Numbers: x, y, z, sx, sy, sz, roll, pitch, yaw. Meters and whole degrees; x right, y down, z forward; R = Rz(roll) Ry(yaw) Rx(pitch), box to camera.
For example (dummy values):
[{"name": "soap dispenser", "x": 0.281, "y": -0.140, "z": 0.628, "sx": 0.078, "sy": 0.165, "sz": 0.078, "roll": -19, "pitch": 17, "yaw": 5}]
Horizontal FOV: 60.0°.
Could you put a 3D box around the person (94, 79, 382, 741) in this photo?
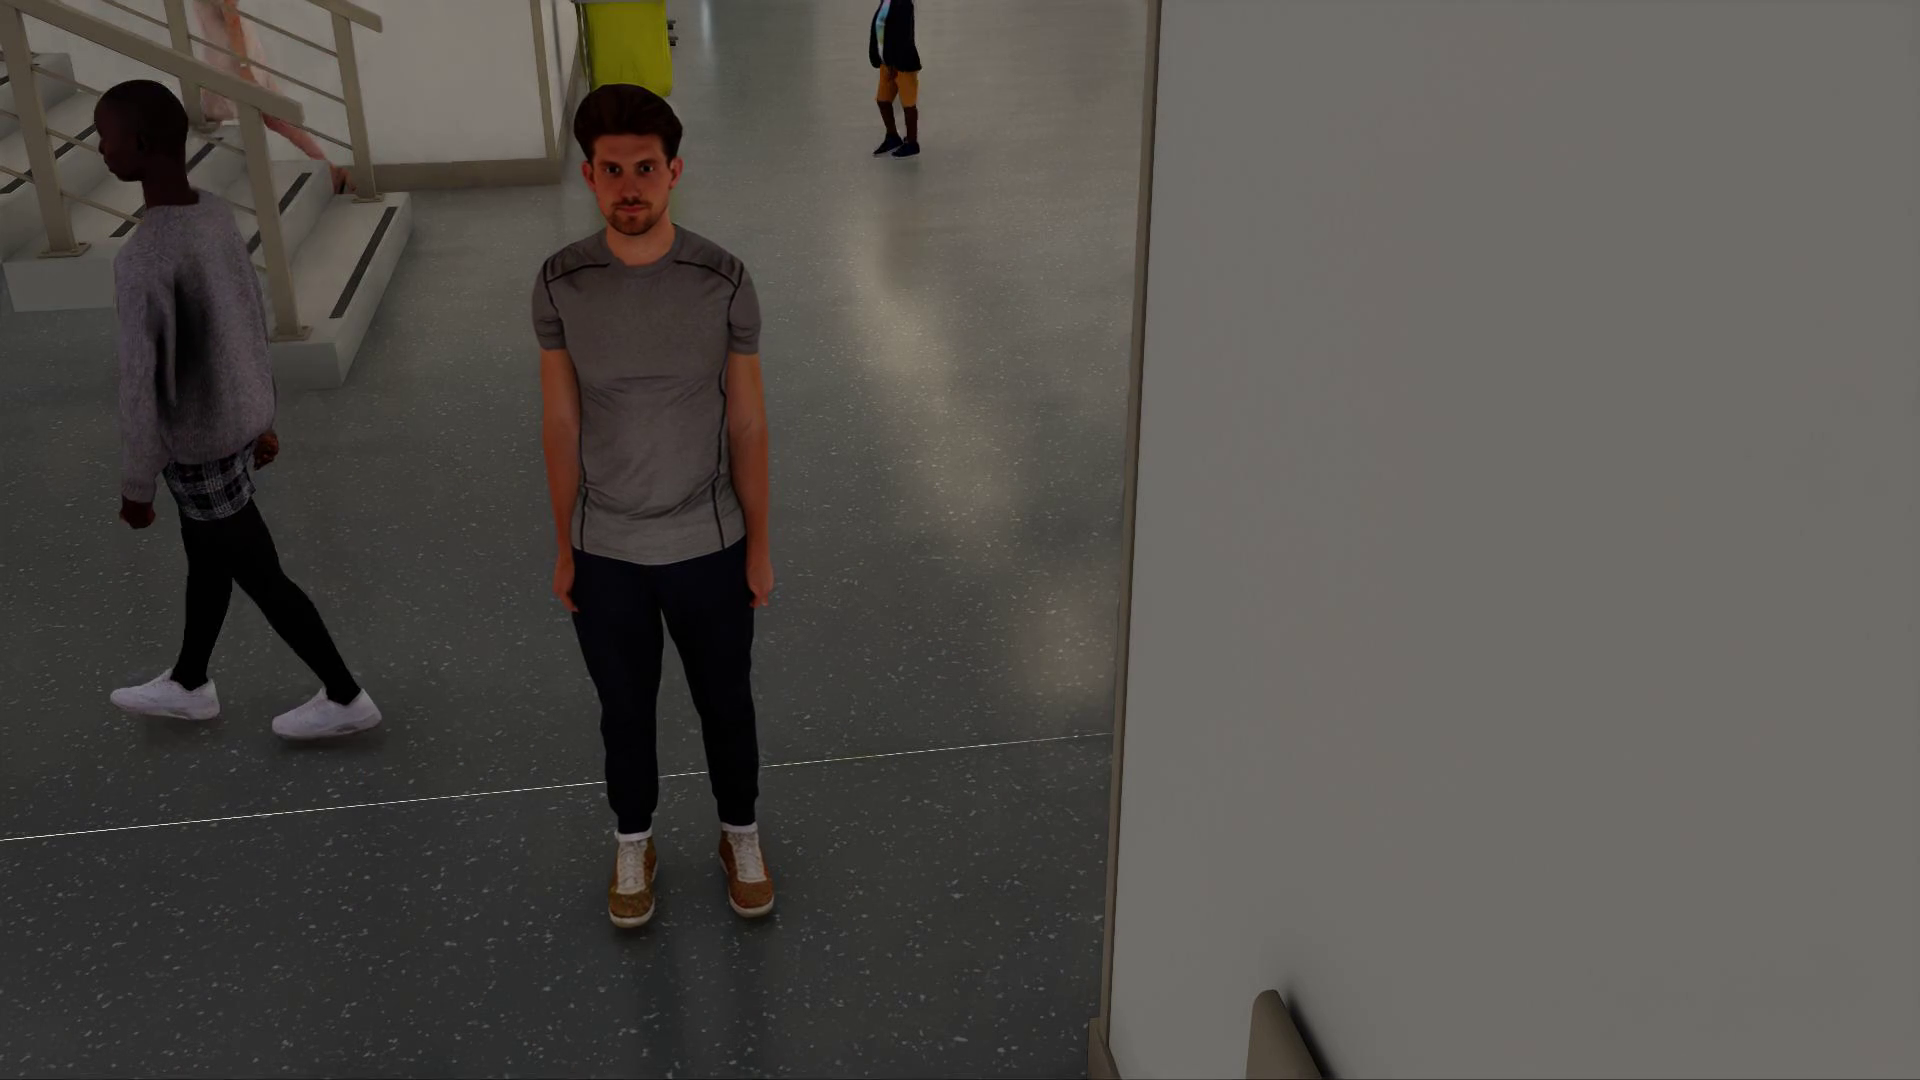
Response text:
[{"name": "person", "x": -1.801, "y": -0.241, "z": 4.183, "sx": 1.022, "sy": 1.744, "sz": 0.732, "roll": 0, "pitch": 26, "yaw": 0}]

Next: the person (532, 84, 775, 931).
[{"name": "person", "x": -0.647, "y": -0.023, "z": 3.562, "sx": 0.527, "sy": 1.891, "sz": 0.708, "roll": -1, "pitch": 26, "yaw": -3}]

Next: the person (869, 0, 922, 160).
[{"name": "person", "x": -0.332, "y": -3.076, "z": 10.622, "sx": 0.641, "sy": 1.258, "sz": 0.599, "roll": -17, "pitch": 31, "yaw": -32}]

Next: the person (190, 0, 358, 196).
[{"name": "person", "x": -3.841, "y": -2.574, "z": 9.080, "sx": 1.186, "sy": 1.692, "sz": 0.661, "roll": -6, "pitch": 26, "yaw": -13}]
